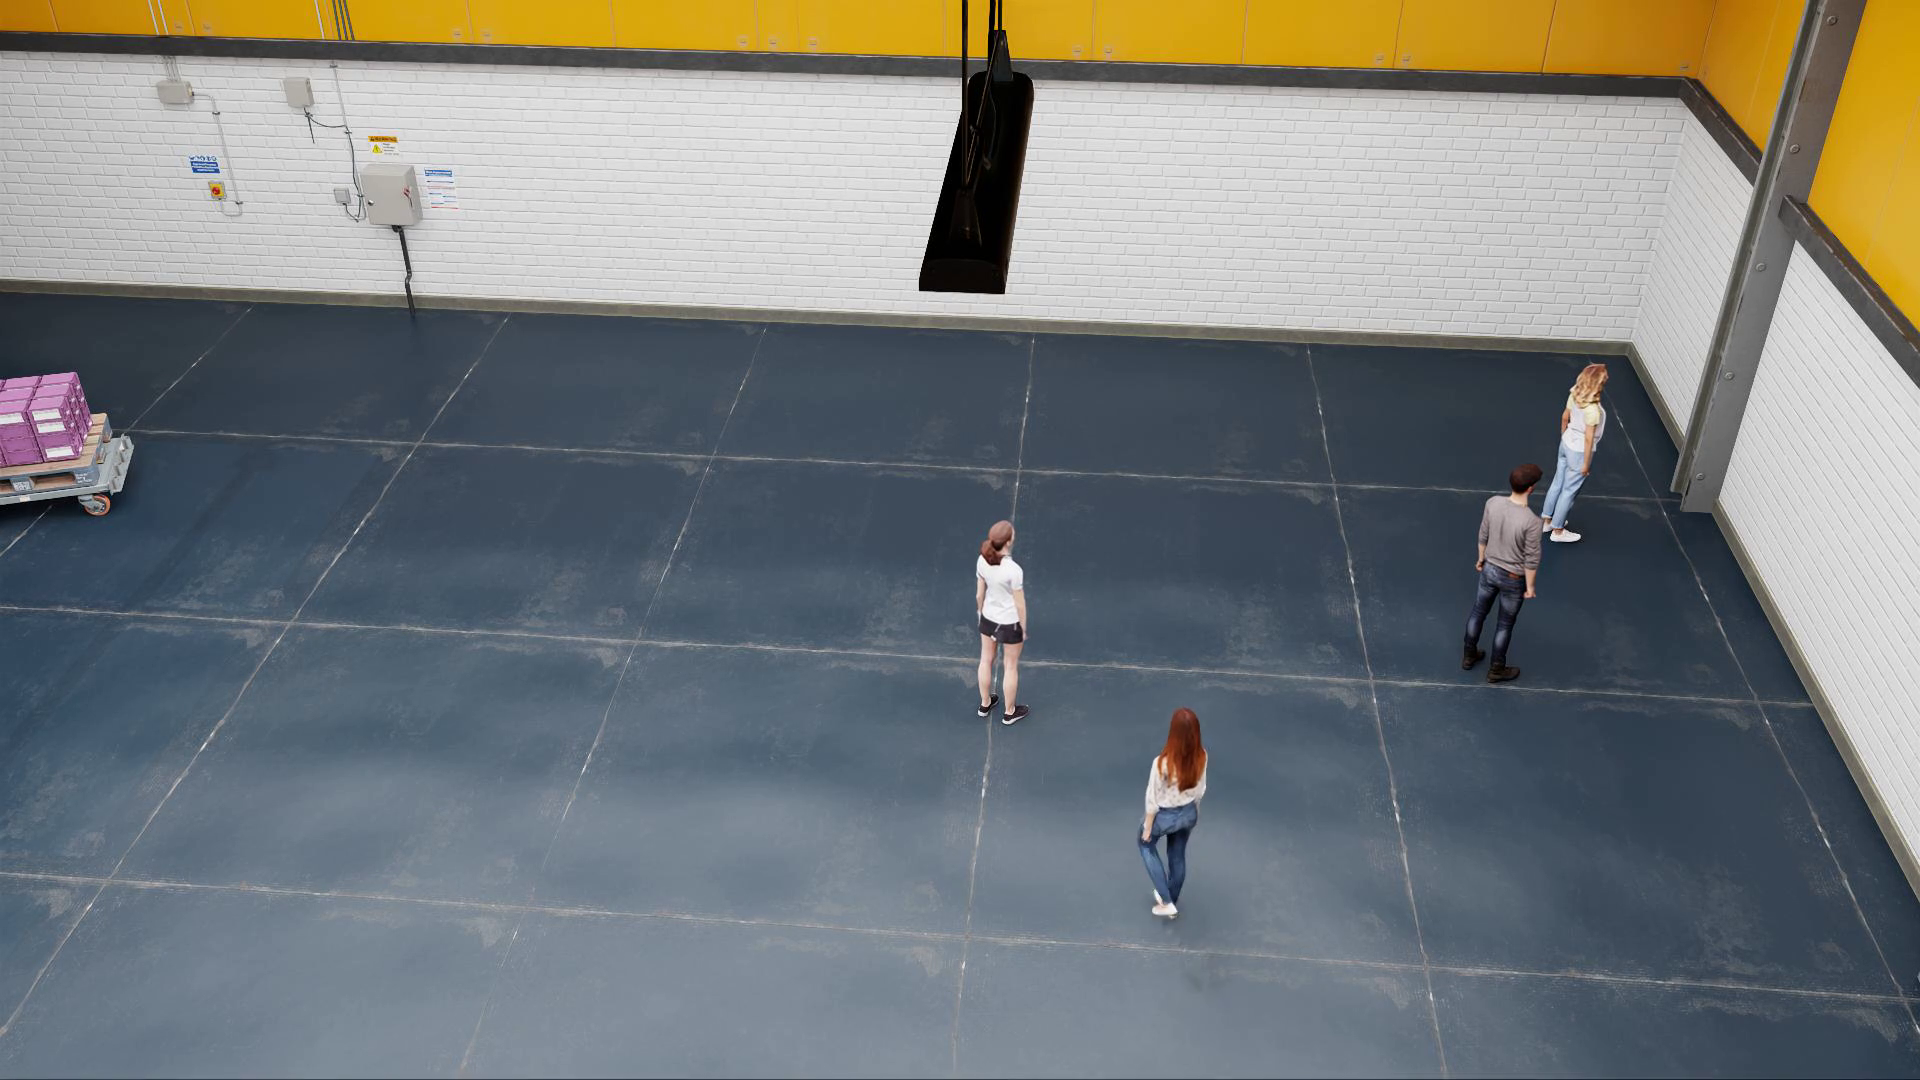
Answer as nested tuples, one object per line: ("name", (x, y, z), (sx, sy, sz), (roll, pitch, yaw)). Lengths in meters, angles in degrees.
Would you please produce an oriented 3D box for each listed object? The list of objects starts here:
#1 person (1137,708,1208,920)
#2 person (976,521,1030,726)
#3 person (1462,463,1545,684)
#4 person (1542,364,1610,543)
("person", (1.402, 1.831, 10.704), (0.712, 1.719, 0.763), (-11, 35, -16))
("person", (0.308, 0.617, 12.501), (0.658, 1.752, 0.687), (19, 38, 26))
("person", (4.222, 0.255, 12.909), (0.827, 1.904, 0.761), (-24, 40, -31))
("person", (5.414, -0.779, 14.628), (0.739, 1.722, 0.562), (-5, 34, -8))
